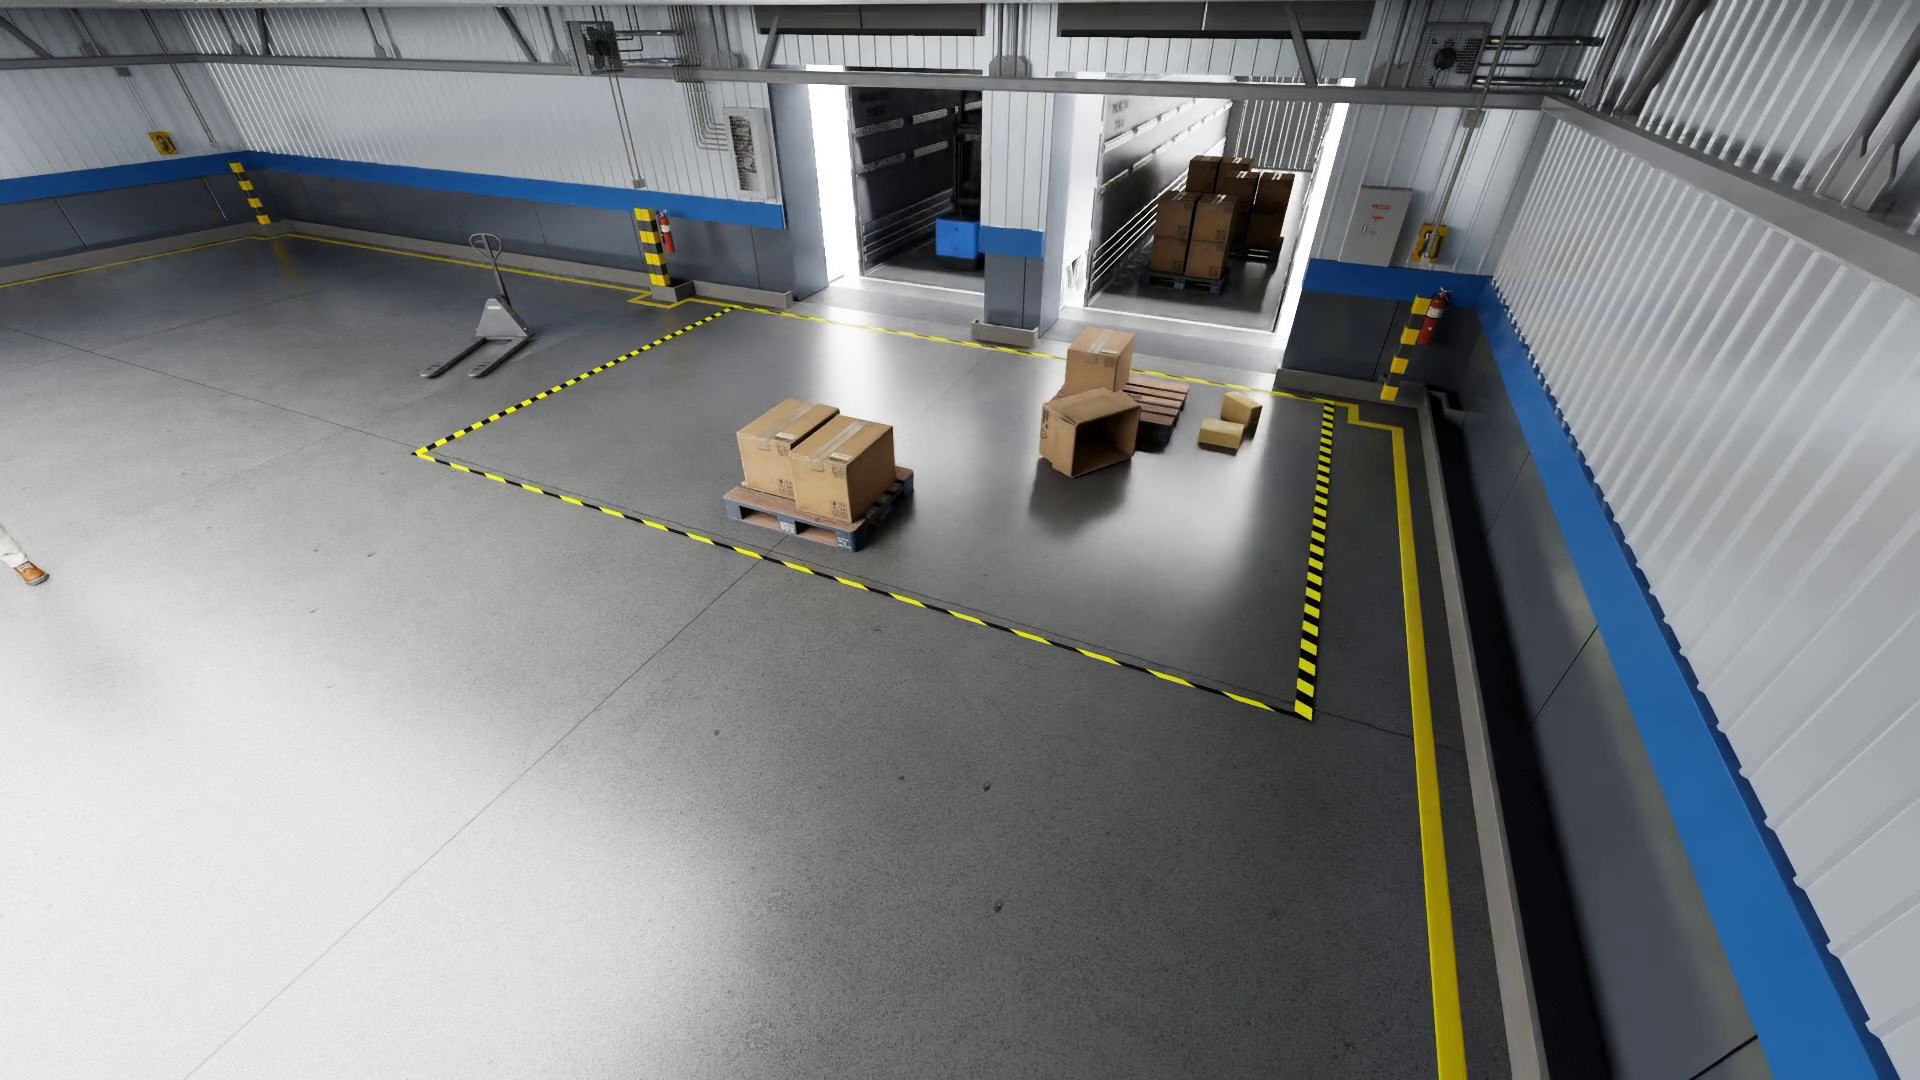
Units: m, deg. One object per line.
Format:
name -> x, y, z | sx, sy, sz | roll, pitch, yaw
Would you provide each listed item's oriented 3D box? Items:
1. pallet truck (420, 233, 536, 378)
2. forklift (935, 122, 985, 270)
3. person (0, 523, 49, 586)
pallet truck -> -5.664, -2.712, 8.427 | 0.680, 1.201, 1.601 | 0, 35, -1
forklift -> 0.099, -5.317, 11.391 | 0.716, 2.013, 0.776 | 15, 38, 20
person -> -6.755, -0.458, 4.652 | 0.398, 1.948, 0.604 | 25, 42, 30
